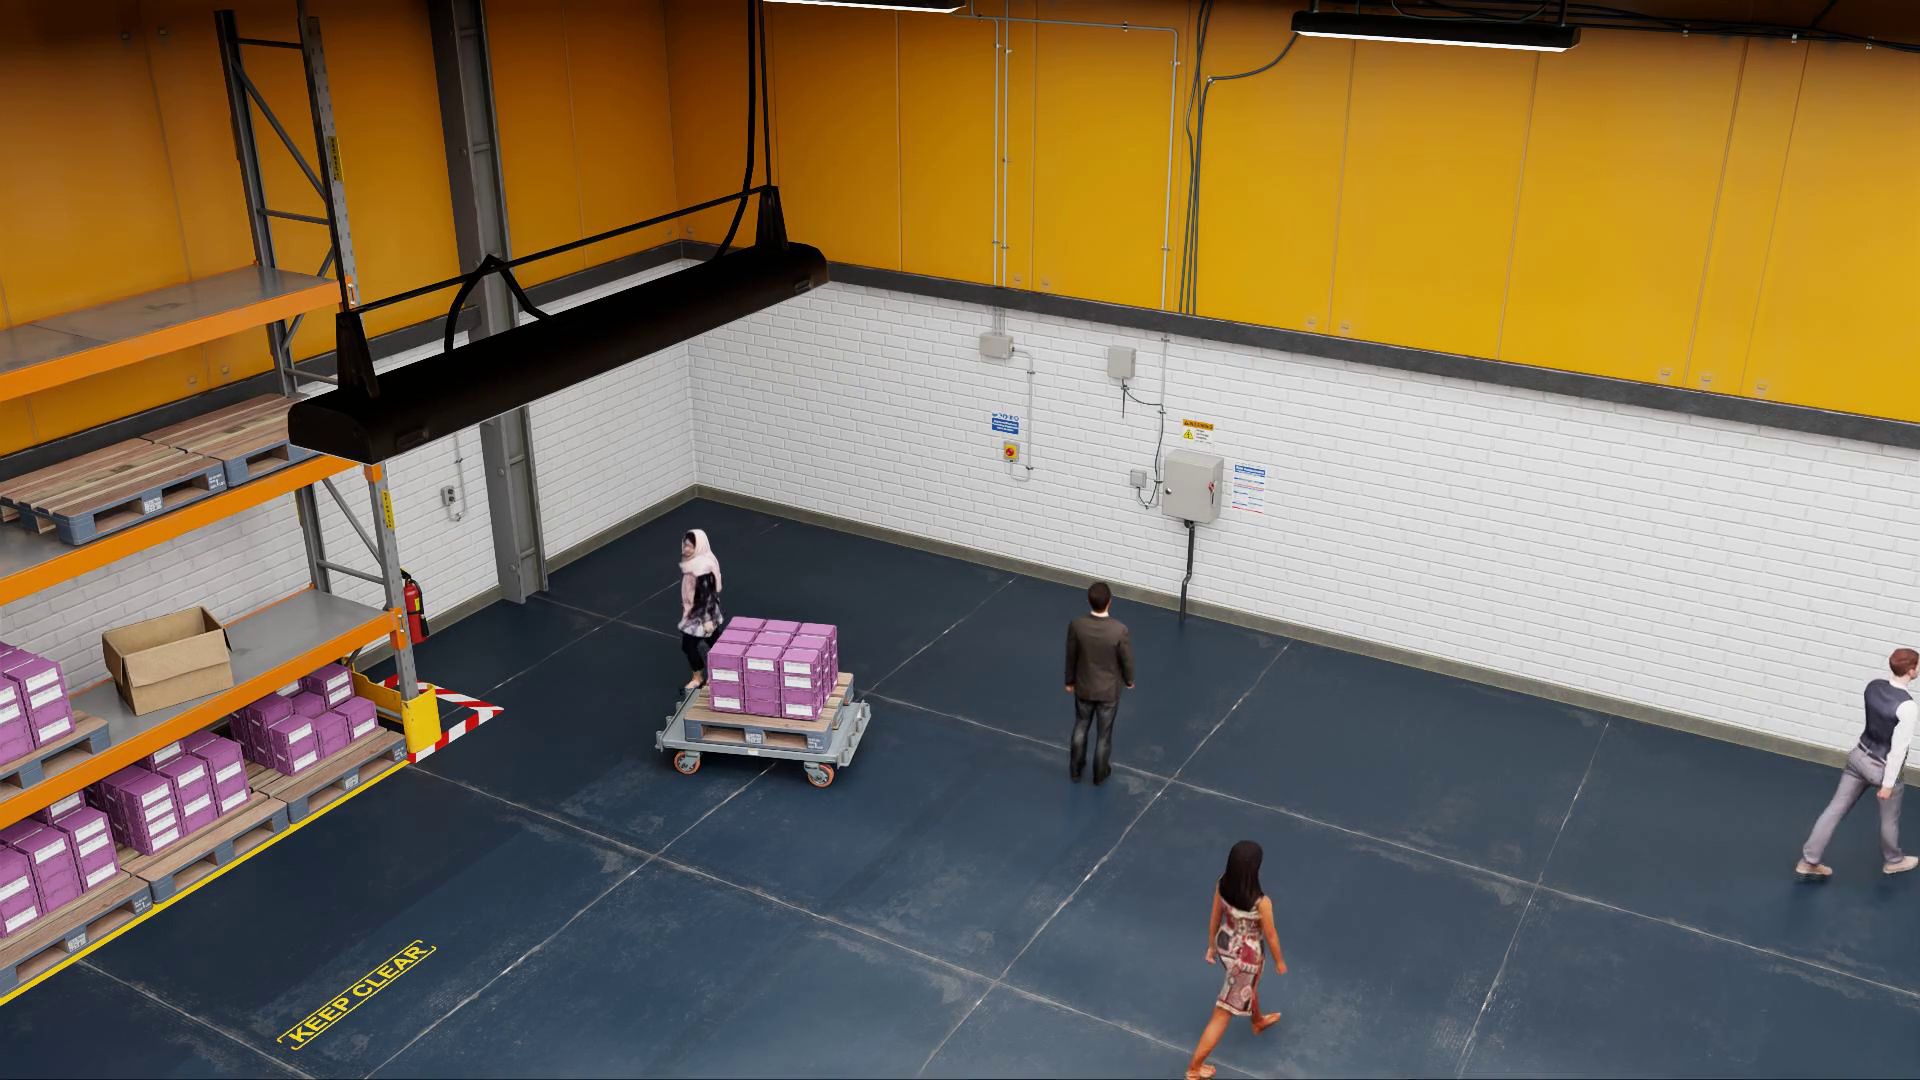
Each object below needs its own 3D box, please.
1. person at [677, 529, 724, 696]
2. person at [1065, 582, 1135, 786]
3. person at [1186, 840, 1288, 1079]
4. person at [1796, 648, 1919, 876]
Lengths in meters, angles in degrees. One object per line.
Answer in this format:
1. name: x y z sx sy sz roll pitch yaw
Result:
1. person: -2.219 0.634 14.849 0.900 1.615 0.844 -6 24 -14
2. person: 1.109 1.179 13.371 0.754 1.801 0.689 8 25 17
3. person: 1.677 2.635 10.293 1.223 1.598 0.957 -15 28 -31
4. person: 6.591 1.669 12.139 1.251 1.889 1.232 -4 24 -10
